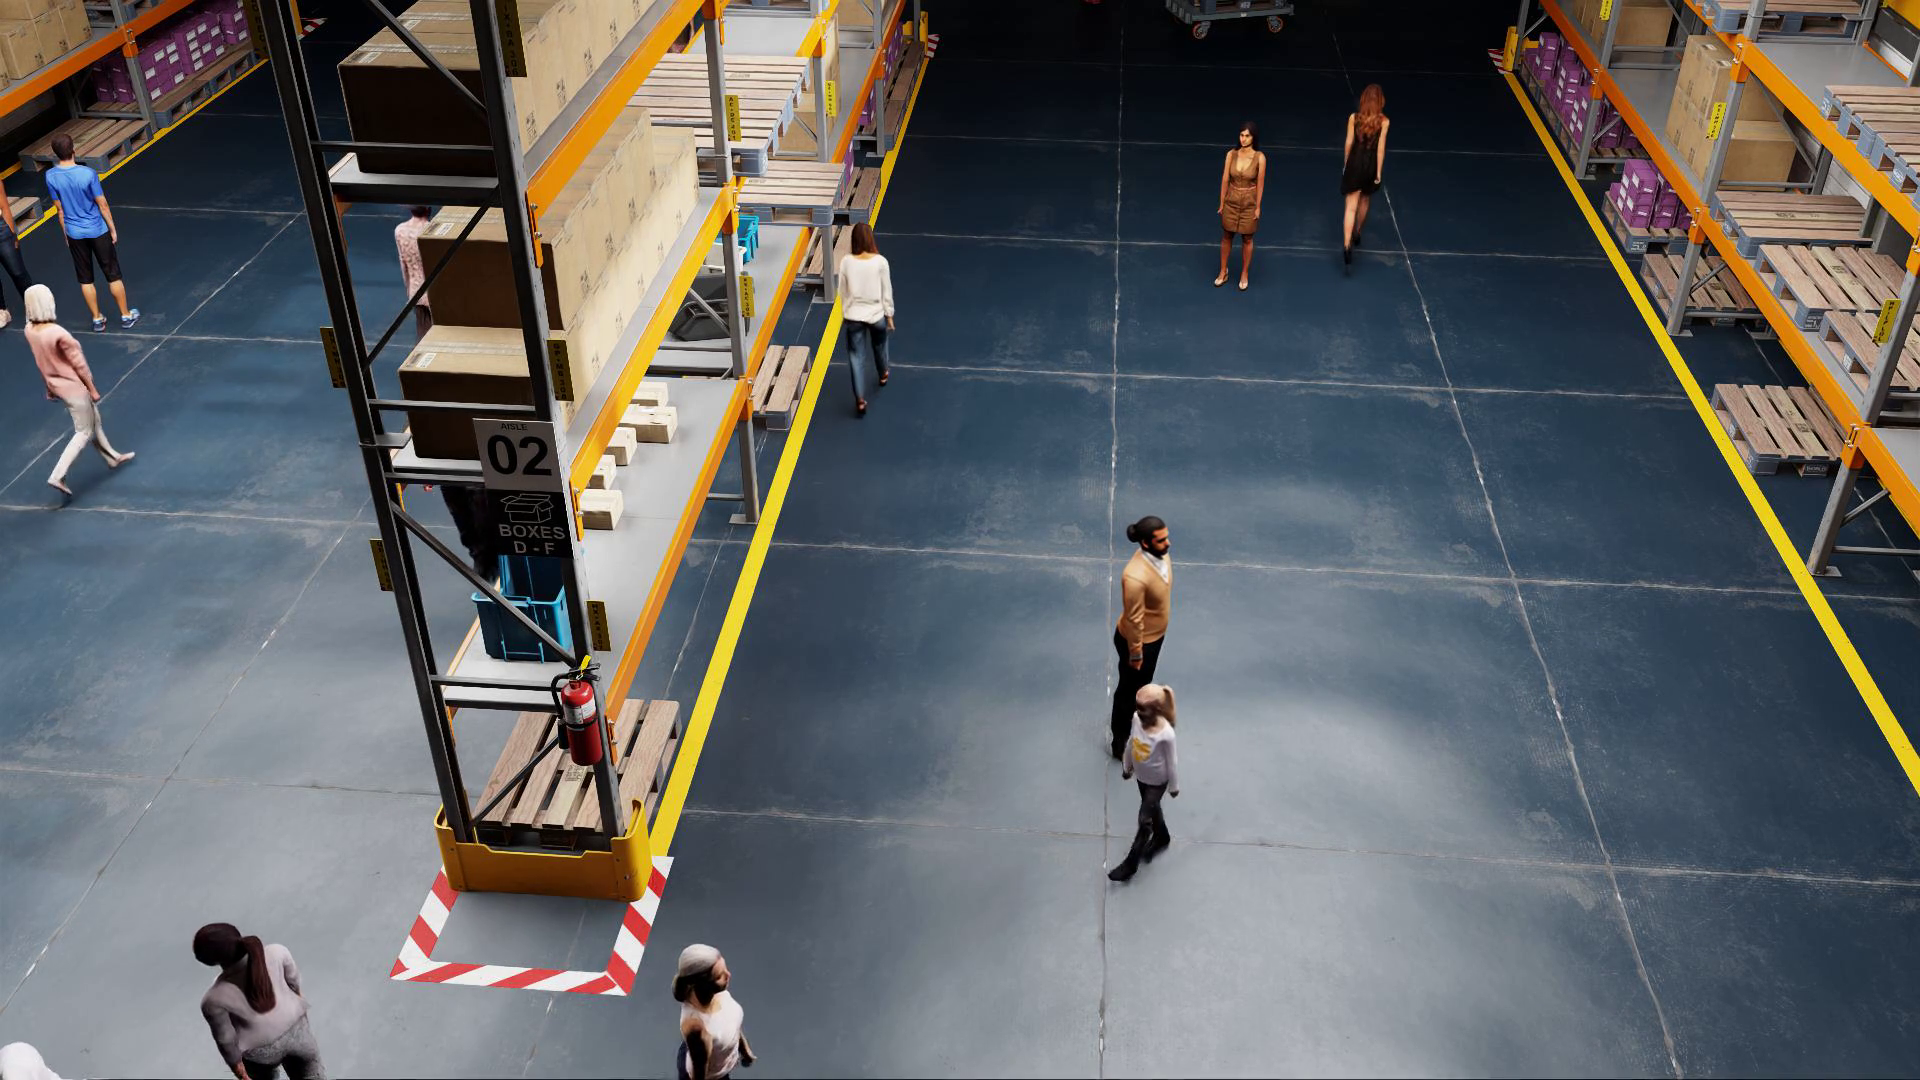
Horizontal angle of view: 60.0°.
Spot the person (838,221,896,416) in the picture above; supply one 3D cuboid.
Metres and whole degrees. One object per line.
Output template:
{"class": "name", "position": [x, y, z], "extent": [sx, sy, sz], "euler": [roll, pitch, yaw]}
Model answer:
{"class": "person", "position": [-0.806, -1.844, 14.140], "extent": [0.660, 1.652, 0.941], "euler": [3, 34, 5]}

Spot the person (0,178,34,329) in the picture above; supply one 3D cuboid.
{"class": "person", "position": [-9.048, -2.849, 15.509], "extent": [0.706, 1.810, 0.695], "euler": [-6, 34, -10]}

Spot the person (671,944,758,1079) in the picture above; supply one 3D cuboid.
{"class": "person", "position": [-1.239, 2.478, 7.618], "extent": [0.761, 1.674, 0.983], "euler": [-1, 34, -2]}

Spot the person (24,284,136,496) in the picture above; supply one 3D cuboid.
{"class": "person", "position": [-7.052, -1.157, 13.065], "extent": [0.867, 1.698, 1.149], "euler": [15, 36, 21]}

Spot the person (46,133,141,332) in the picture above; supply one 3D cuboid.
{"class": "person", "position": [-8.110, -2.847, 15.456], "extent": [0.676, 1.865, 0.670], "euler": [-9, 35, -14]}

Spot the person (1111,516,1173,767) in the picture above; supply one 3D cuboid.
{"class": "person", "position": [1.131, 0.599, 10.373], "extent": [0.797, 1.754, 0.664], "euler": [15, 37, 22]}

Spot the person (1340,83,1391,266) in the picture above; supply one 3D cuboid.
{"class": "person", "position": [4.001, -3.620, 16.678], "extent": [0.743, 1.799, 1.195], "euler": [10, 35, 14]}

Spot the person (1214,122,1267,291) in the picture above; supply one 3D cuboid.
{"class": "person", "position": [2.747, -3.267, 16.247], "extent": [0.623, 1.690, 0.598], "euler": [13, 36, 18]}

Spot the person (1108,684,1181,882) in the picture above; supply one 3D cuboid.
{"class": "person", "position": [1.166, 1.344, 9.699], "extent": [0.830, 1.259, 0.786], "euler": [-24, 40, -31]}

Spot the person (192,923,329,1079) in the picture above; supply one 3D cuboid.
{"class": "person", "position": [-3.131, 2.428, 7.738], "extent": [1.139, 1.623, 1.152], "euler": [-27, 42, -34]}
